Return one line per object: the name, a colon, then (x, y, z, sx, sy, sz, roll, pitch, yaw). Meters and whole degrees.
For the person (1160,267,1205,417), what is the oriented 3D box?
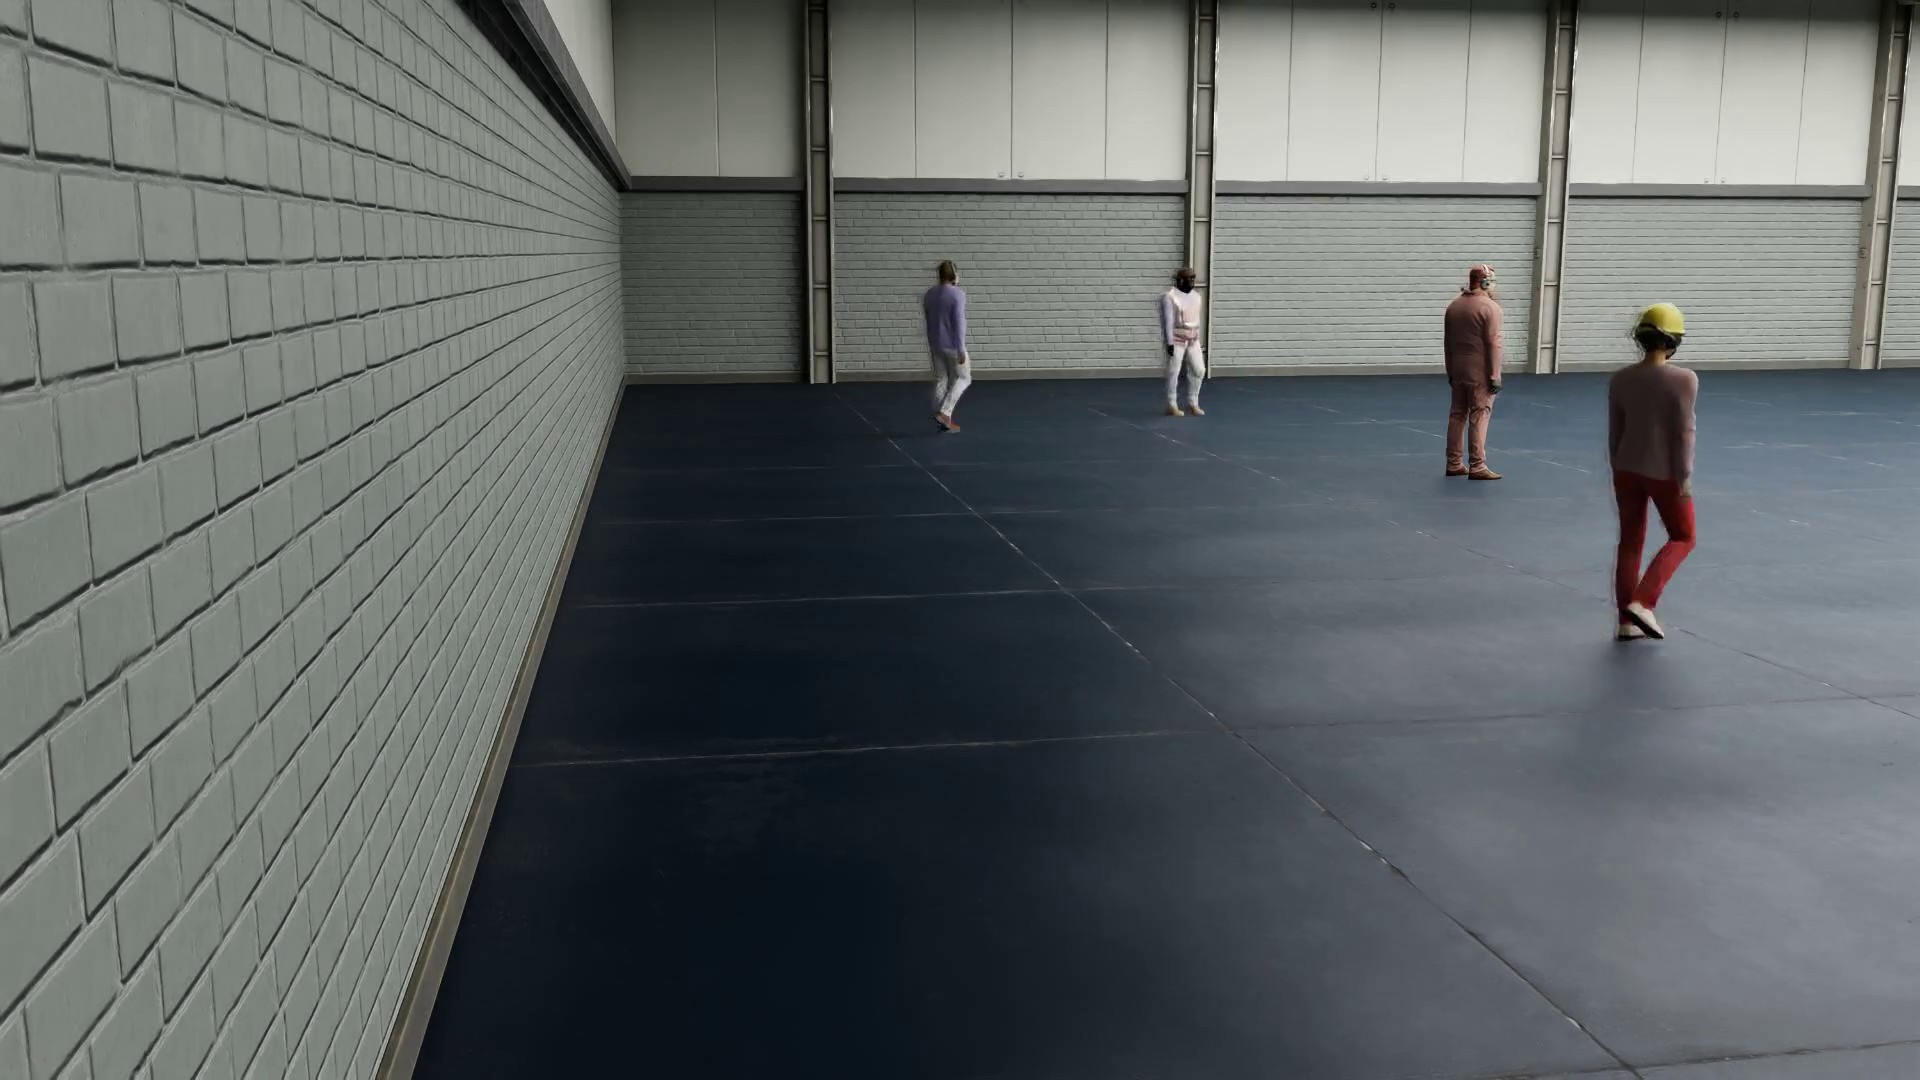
person: (2.746, -2.401, 20.308, 0.630, 1.825, 0.574, -6, 12, -31)

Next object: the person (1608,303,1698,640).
person: (3.580, -0.341, 8.587, 0.362, 1.754, 0.534, -6, 11, -30)

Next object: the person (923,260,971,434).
person: (-0.130, -2.132, 18.445, 0.434, 1.925, 0.654, -9, 14, -43)

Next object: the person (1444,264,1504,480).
person: (4.606, -1.492, 14.825, 0.403, 1.904, 0.651, -4, 11, -24)

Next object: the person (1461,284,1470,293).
person: (6.232, -2.301, 20.292, 0.356, 1.624, 0.517, -1, 10, -7)
